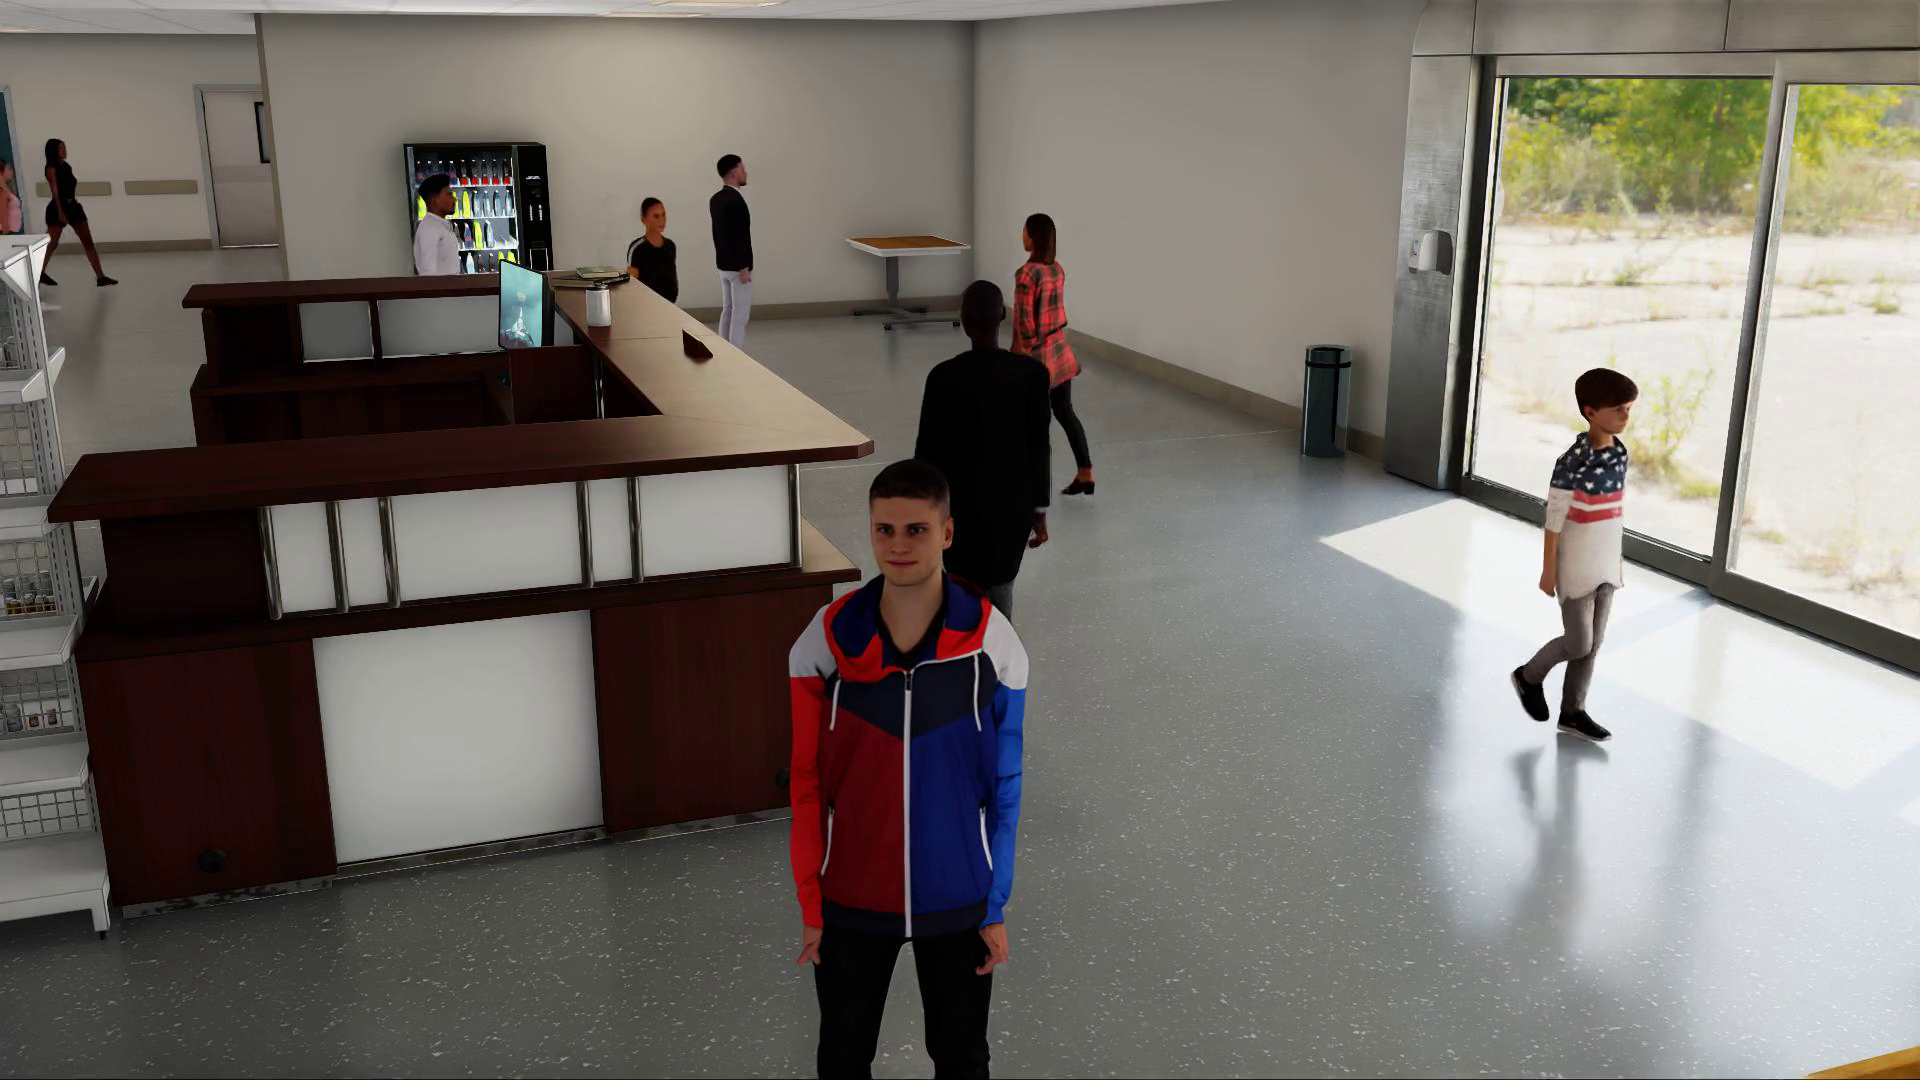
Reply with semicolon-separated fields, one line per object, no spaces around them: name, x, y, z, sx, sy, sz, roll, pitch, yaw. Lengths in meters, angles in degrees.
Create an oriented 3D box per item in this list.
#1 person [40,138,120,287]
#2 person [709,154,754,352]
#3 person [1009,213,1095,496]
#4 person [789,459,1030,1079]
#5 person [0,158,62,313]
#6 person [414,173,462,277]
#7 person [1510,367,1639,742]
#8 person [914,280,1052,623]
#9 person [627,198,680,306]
person;-10.508;-3.759;19.363;1.289;1.693;0.992;1;16;5
person;-1.865;-2.230;13.663;0.598;1.844;0.687;-8;18;-27
person;0.537;-0.978;9.764;1.065;1.551;1.148;12;20;37
person;-0.109;0.698;3.439;0.616;1.757;0.768;0;16;0
person;-9.979;-3.134;17.283;1.091;1.619;0.736;-11;19;-33
person;-3.743;-1.658;11.727;1.026;1.793;0.765;-3;16;-9
person;2.330;0.051;6.326;0.638;1.434;0.663;-10;18;-31
person;0.100;-0.059;6.163;0.934;1.736;0.759;-4;16;-15
person;-2.195;-1.532;11.583;0.979;1.629;1.121;15;22;42
